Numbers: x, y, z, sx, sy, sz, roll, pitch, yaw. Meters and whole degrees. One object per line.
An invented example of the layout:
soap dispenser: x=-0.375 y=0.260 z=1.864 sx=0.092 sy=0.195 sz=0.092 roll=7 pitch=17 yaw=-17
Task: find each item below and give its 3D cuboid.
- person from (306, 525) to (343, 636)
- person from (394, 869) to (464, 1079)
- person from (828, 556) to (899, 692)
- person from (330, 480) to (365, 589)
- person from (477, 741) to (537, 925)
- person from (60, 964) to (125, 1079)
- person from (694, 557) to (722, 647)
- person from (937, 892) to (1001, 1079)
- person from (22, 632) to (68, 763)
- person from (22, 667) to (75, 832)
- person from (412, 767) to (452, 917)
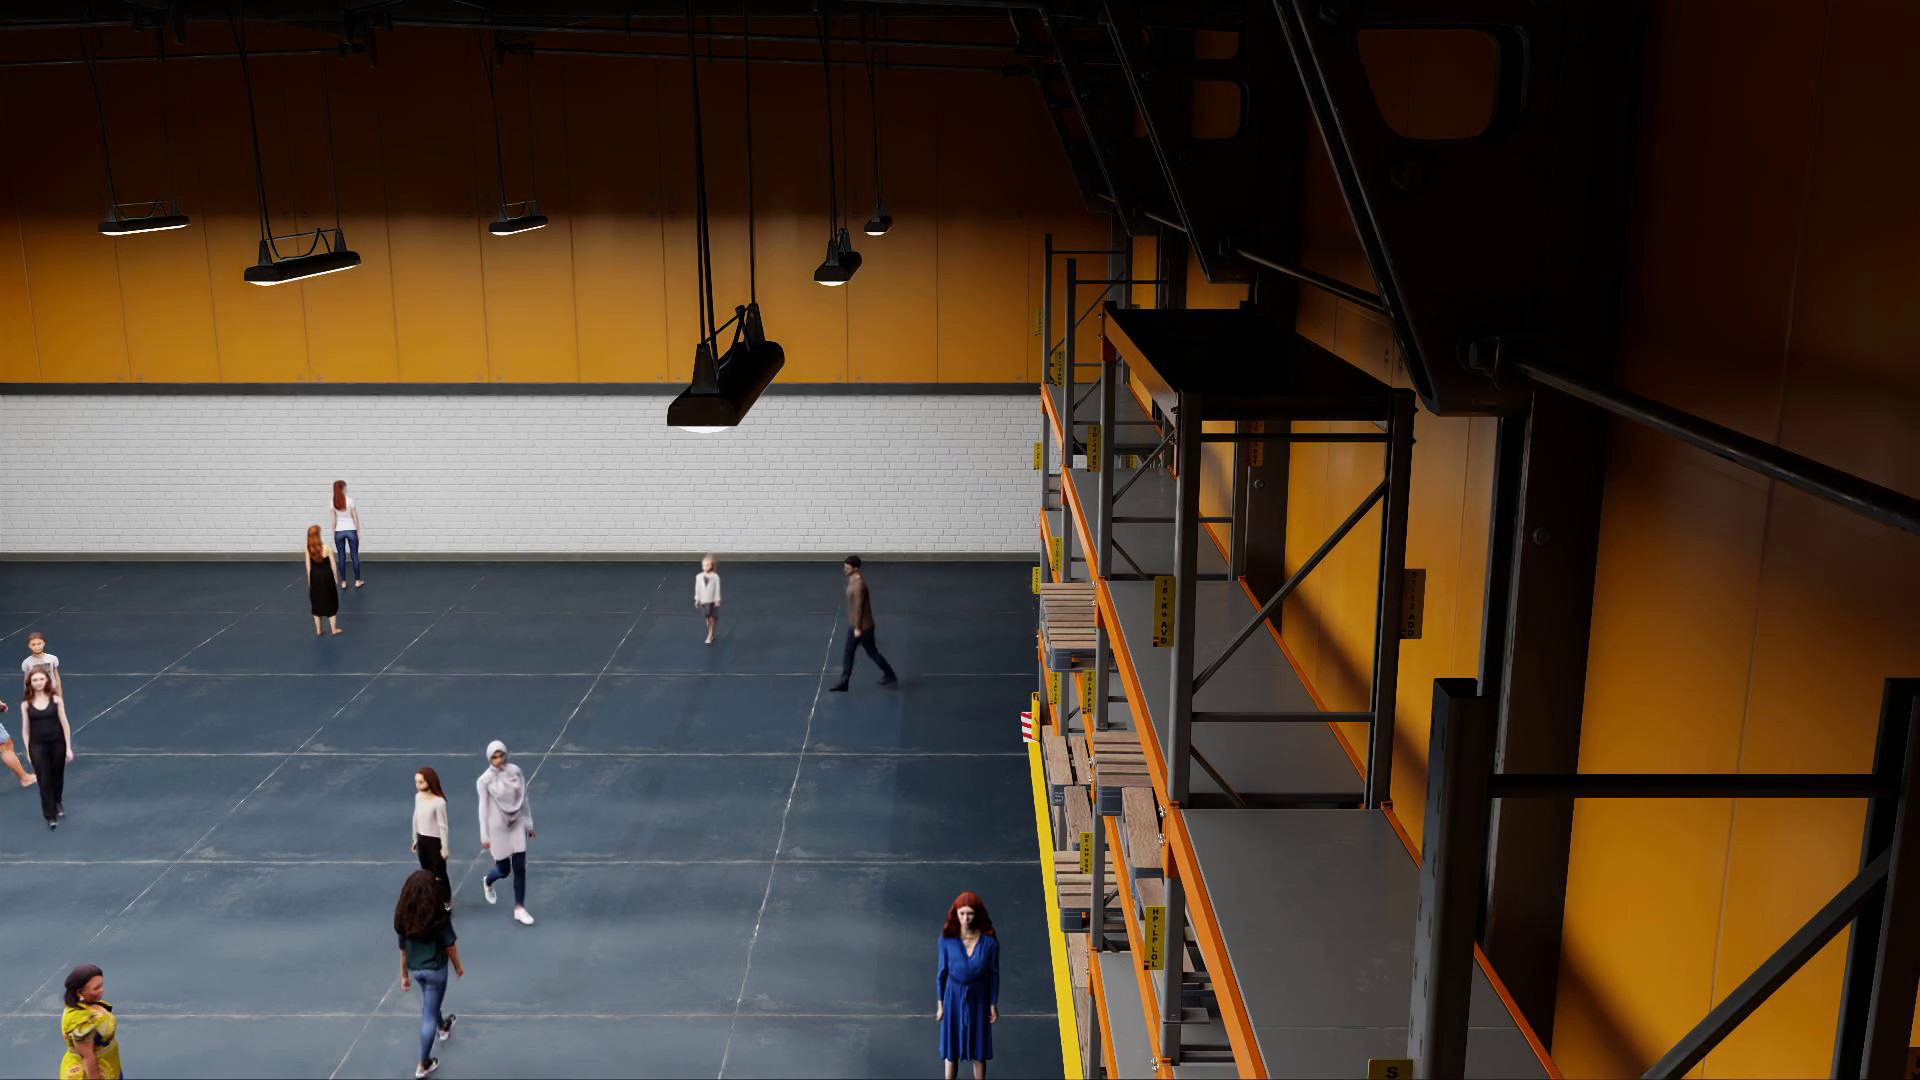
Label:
person: x=-9.271 y=0.578 z=24.145 sx=0.573 sy=1.625 sz=0.562 roll=-1 pitch=14 yaw=-3
person: x=-4.116 y=3.352 z=12.774 sx=0.728 sy=1.585 sz=1.033 roll=3 pitch=14 yaw=13
person: x=-1.214 y=1.093 z=21.585 sx=1.075 sy=1.829 sz=1.216 roll=-4 pitch=14 yaw=-16
person: x=-9.861 y=-0.097 z=26.691 sx=0.604 sy=1.738 sz=0.578 roll=-3 pitch=14 yaw=-10
person: x=-4.208 y=2.659 z=15.264 sx=1.008 sy=1.759 sz=0.947 roll=12 pitch=18 yaw=42
person: x=-5.913 y=3.665 z=11.323 sx=1.054 sy=1.659 sz=0.934 roll=-7 pitch=15 yaw=-28
person: x=-3.574 y=0.859 z=23.786 sx=0.603 sy=1.247 sz=0.884 roll=3 pitch=14 yaw=12
person: x=0.061 y=3.398 z=12.067 sx=0.618 sy=1.828 sz=0.587 roll=1 pitch=14 yaw=4
person: x=-10.578 y=1.809 z=19.190 sx=0.625 sy=1.563 sz=0.671 roll=-10 pitch=17 yaw=-36
person: x=-9.578 y=2.155 z=17.486 sx=0.984 sy=1.694 sz=1.172 roll=-9 pitch=16 yaw=-33
person: x=-4.858 y=2.784 z=15.333 sx=0.624 sy=1.485 sz=0.646 roll=8 pitch=16 yaw=31
